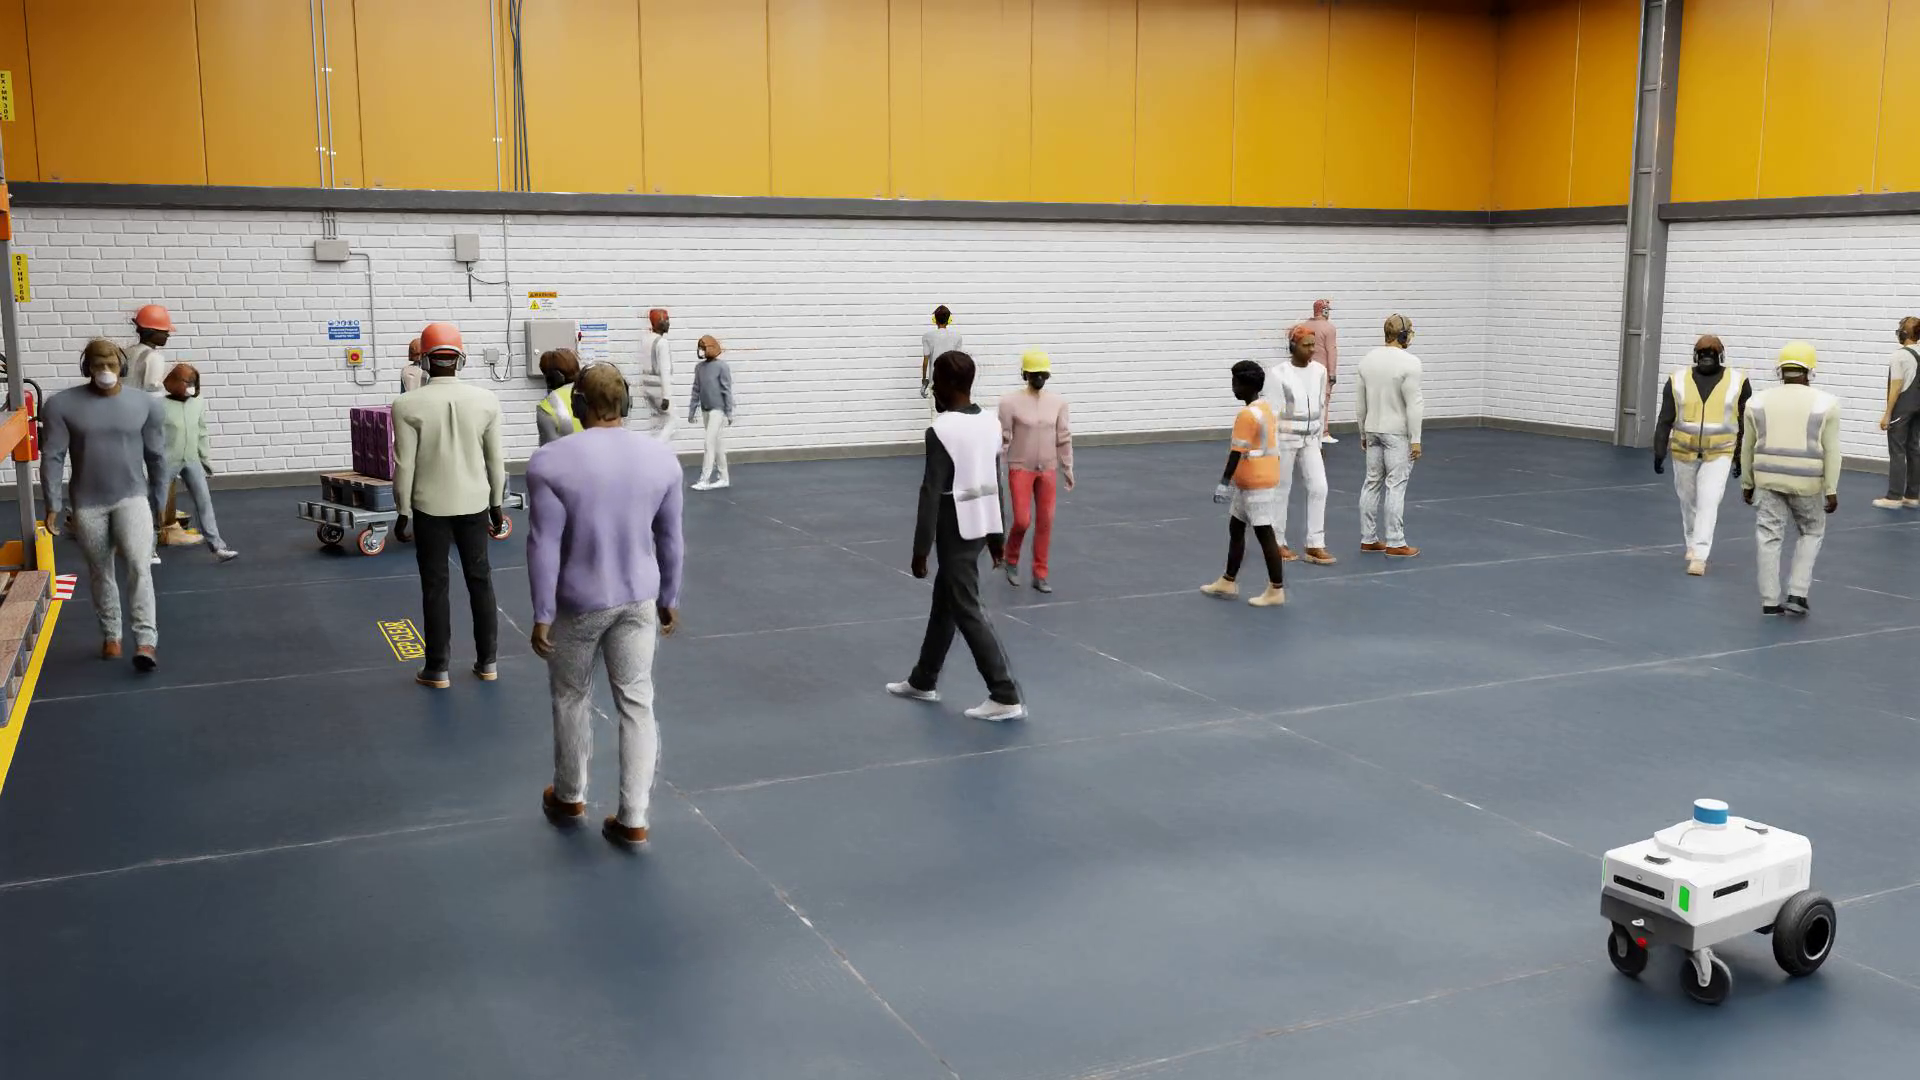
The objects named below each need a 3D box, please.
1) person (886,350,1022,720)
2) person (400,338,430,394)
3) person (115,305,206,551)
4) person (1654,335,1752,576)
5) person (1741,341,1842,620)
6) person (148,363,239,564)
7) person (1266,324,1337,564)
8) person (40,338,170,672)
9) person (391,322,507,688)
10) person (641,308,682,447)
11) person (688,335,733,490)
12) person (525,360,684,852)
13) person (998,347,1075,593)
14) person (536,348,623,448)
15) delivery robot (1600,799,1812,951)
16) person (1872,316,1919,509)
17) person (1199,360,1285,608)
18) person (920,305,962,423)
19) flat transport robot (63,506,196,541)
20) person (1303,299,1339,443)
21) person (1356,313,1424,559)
[{"bbox_3d":[-0.027,-0.034,8.526,0.908,1.878,0.612,5,11,30],"label":"person"},{"bbox_3d":[-5.126,-1.109,15.903,0.523,1.639,0.306,5,11,29],"label":"person"},{"bbox_3d":[-6.673,-0.907,13.582,0.626,1.998,0.708,6,11,34],"label":"person"},{"bbox_3d":[5.670,-0.673,12.732,0.641,1.799,0.963,5,11,31],"label":"person"},{"bbox_3d":[5.423,-0.384,10.853,0.621,1.814,0.523,8,12,39],"label":"person"},{"bbox_3d":[-5.990,-0.574,12.828,0.934,1.556,0.512,5,10,29],"label":"person"},{"bbox_3d":[2.654,-0.725,12.828,0.616,1.857,0.765,-5,10,-26],"label":"person"},{"bbox_3d":[-4.833,-0.190,9.444,0.655,1.884,1.020,-4,10,-24],"label":"person"},{"bbox_3d":[-2.799,-0.191,9.111,0.624,1.992,0.386,-7,11,-36],"label":"person"},{"bbox_3d":[-3.332,-1.636,18.453,0.423,1.869,0.589,-6,11,-35],"label":"person"},{"bbox_3d":[-2.650,-1.310,17.255,0.523,1.605,0.732,8,12,42],"label":"person"},{"bbox_3d":[-1.452,0.240,6.678,0.662,1.910,0.844,-5,11,-30],"label":"person"},{"bbox_3d":[0.520,-0.487,11.708,0.560,1.747,0.408,-3,10,-20],"label":"person"},{"bbox_3d":[-2.313,-0.306,10.438,0.681,1.799,0.803,-8,12,-41],"label":"person"},{"bbox_3d":[2.411,1.082,5.375,0.707,0.478,0.477,-6,11,-31],"label":"delivery robot"},{"bbox_3d":[9.051,-1.215,15.928,0.515,1.843,0.327,-4,10,-22],"label":"person"},{"bbox_3d":[1.901,-0.378,11.258,0.737,1.659,0.555,4,10,21],"label":"person"},{"bbox_3d":[-0.215,-1.888,20.028,0.530,1.869,0.311,-1,9,-9],"label":"person"},{"bbox_3d":[-7.123,-0.158,14.238,0.652,0.197,1.431,-8,12,-42],"label":"flat transport robot"},{"bbox_3d":[4.777,-2.241,22.102,0.400,1.910,0.643,-6,11,-31],"label":"person"},{"bbox_3d":[3.413,-0.823,13.203,0.355,1.937,0.634,-6,11,-31],"label":"person"}]
